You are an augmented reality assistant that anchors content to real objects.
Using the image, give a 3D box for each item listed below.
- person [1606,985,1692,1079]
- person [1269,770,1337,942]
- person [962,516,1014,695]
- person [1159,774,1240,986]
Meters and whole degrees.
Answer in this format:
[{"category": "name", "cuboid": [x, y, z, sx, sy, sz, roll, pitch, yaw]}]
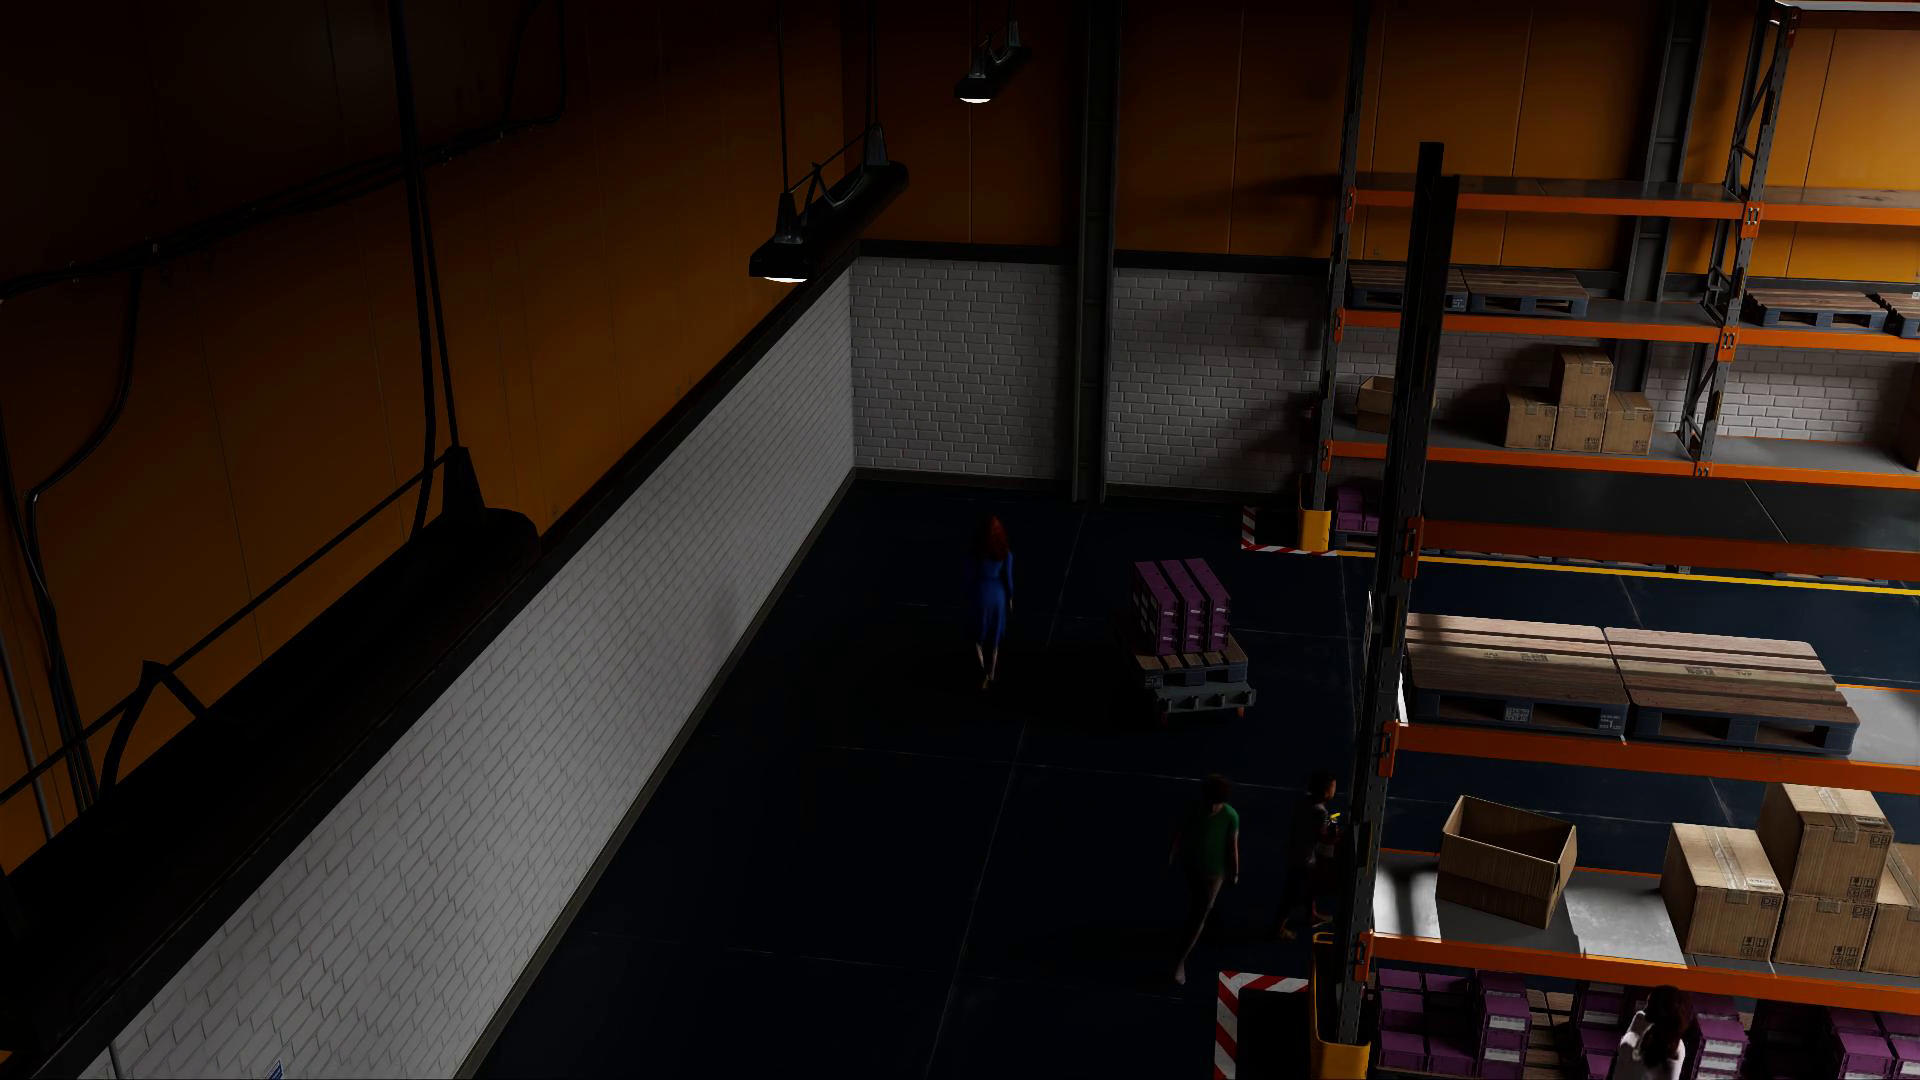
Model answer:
[{"category": "person", "cuboid": [3.988, 3.269, 9.528, 1.158, 1.761, 0.767, -1, 24, -2]}, {"category": "person", "cuboid": [2.469, 2.285, 12.194, 0.910, 1.428, 0.780, -7, 25, -15]}, {"category": "person", "cuboid": [0.254, 0.659, 15.425, 0.767, 1.819, 0.788, -1, 24, -3]}, {"category": "person", "cuboid": [1.786, 2.310, 11.919, 1.120, 1.603, 0.975, 14, 27, 29]}]
